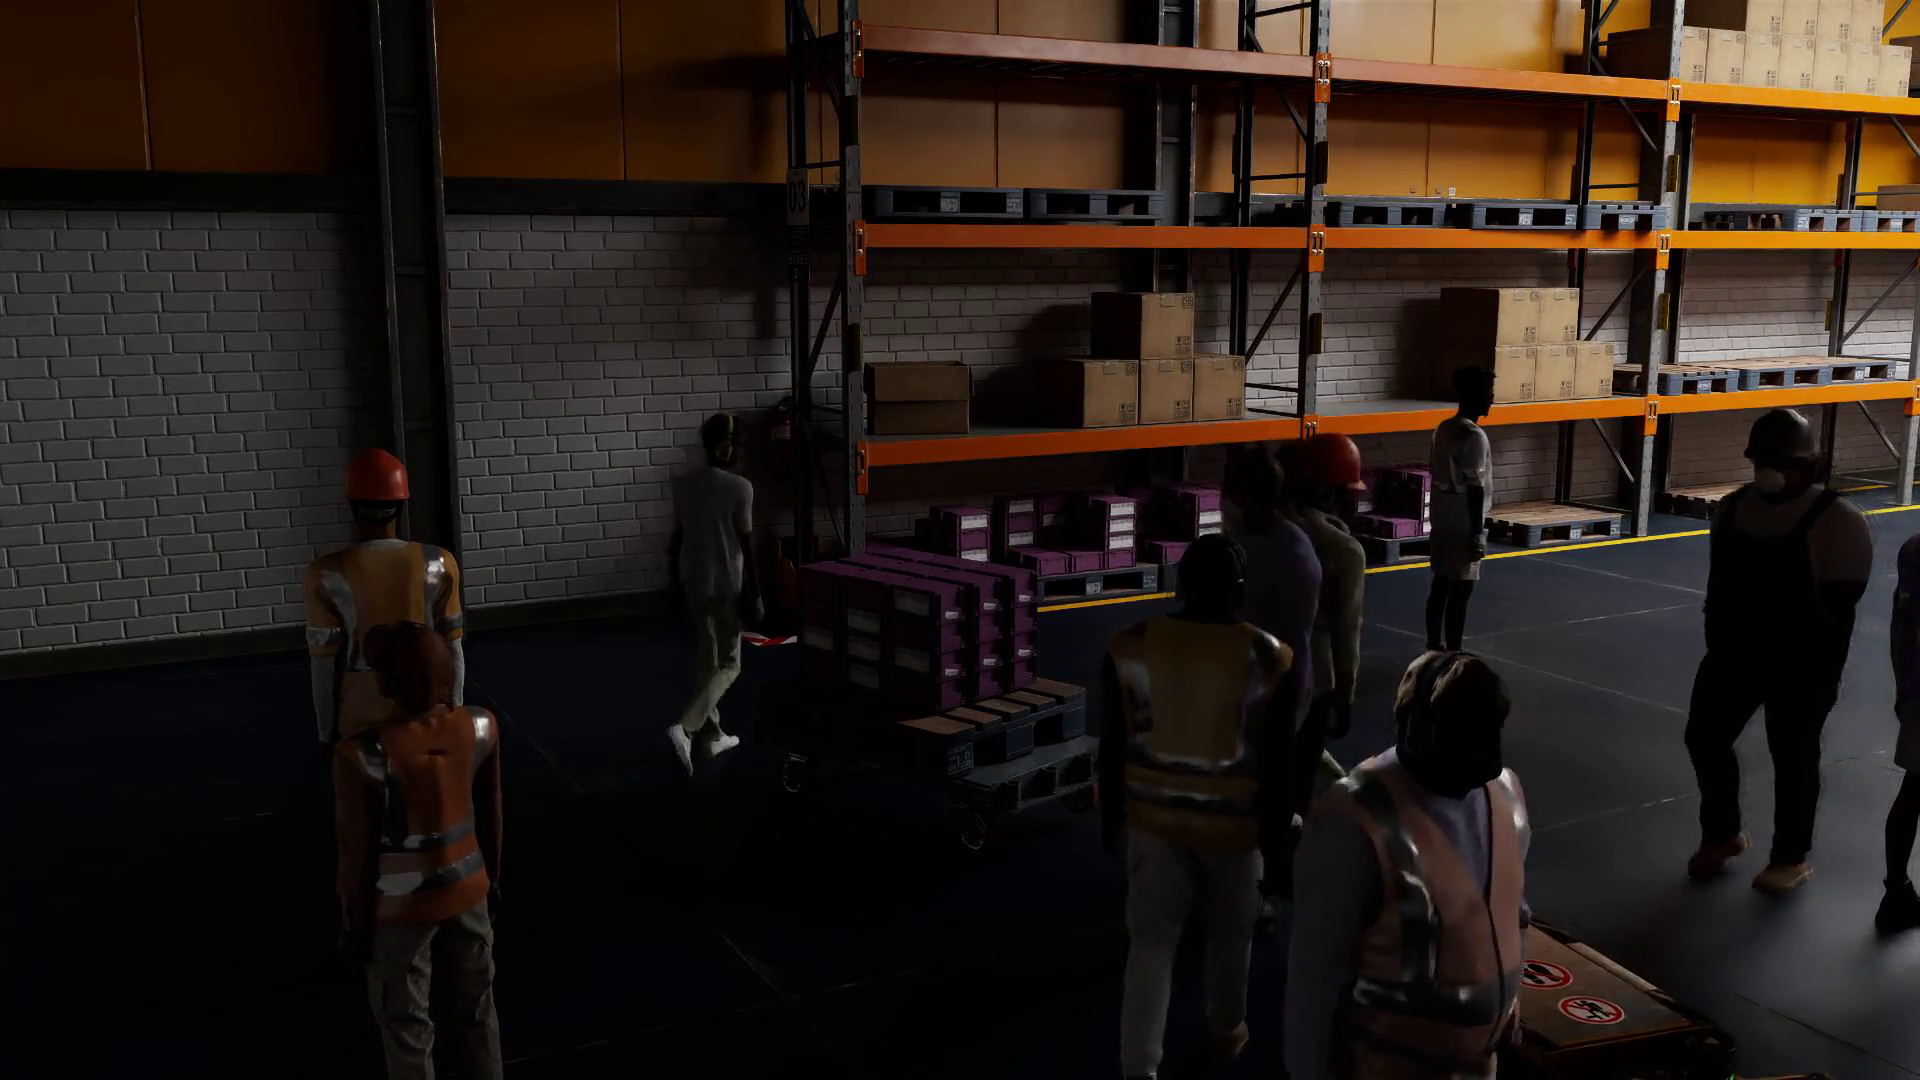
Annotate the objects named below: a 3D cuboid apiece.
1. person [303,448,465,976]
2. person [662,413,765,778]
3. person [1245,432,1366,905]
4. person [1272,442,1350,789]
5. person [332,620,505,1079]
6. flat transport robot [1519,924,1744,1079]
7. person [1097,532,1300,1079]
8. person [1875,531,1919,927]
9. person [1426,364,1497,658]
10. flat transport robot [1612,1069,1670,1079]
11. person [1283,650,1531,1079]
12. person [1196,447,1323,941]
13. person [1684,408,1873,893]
[{"bbox_3d":[-2.095,0.632,6.102,0.545,1.938,0.361,-6,11,-29],"label":"person"},{"bbox_3d":[-1.296,0.278,8.448,0.539,1.839,0.740,6,11,31],"label":"person"},{"bbox_3d":[1.272,0.542,6.567,0.662,1.949,0.532,9,13,43],"label":"person"},{"bbox_3d":[1.479,0.490,7.174,0.503,1.858,0.507,-8,12,-37],"label":"person"},{"bbox_3d":[-1.501,1.029,4.666,0.306,1.641,0.523,8,13,39],"label":"person"},{"bbox_3d":[1.903,1.538,5.681,0.652,0.197,1.431,-3,10,-17],"label":"flat transport robot"},{"bbox_3d":[0.714,0.876,5.130,0.627,1.809,0.931,3,10,16],"label":"person"},{"bbox_3d":[3.824,0.591,6.348,0.377,1.932,0.552,-3,10,-15],"label":"person"},{"bbox_3d":[3.087,-0.105,10.264,0.369,1.965,0.609,-1,10,-6],"label":"person"},{"bbox_3d":[2.348,1.774,4.321,0.652,0.197,1.431,-2,10,-11],"label":"flat transport robot"},{"bbox_3d":[0.970,1.111,3.678,0.667,1.823,0.509,-7,12,-37],"label":"person"},{"bbox_3d":[1.201,0.593,6.377,0.537,1.922,0.639,-3,10,-18],"label":"person"},{"bbox_3d":[3.330,0.450,6.850,0.543,2.000,0.696,-7,12,-36],"label":"person"}]
